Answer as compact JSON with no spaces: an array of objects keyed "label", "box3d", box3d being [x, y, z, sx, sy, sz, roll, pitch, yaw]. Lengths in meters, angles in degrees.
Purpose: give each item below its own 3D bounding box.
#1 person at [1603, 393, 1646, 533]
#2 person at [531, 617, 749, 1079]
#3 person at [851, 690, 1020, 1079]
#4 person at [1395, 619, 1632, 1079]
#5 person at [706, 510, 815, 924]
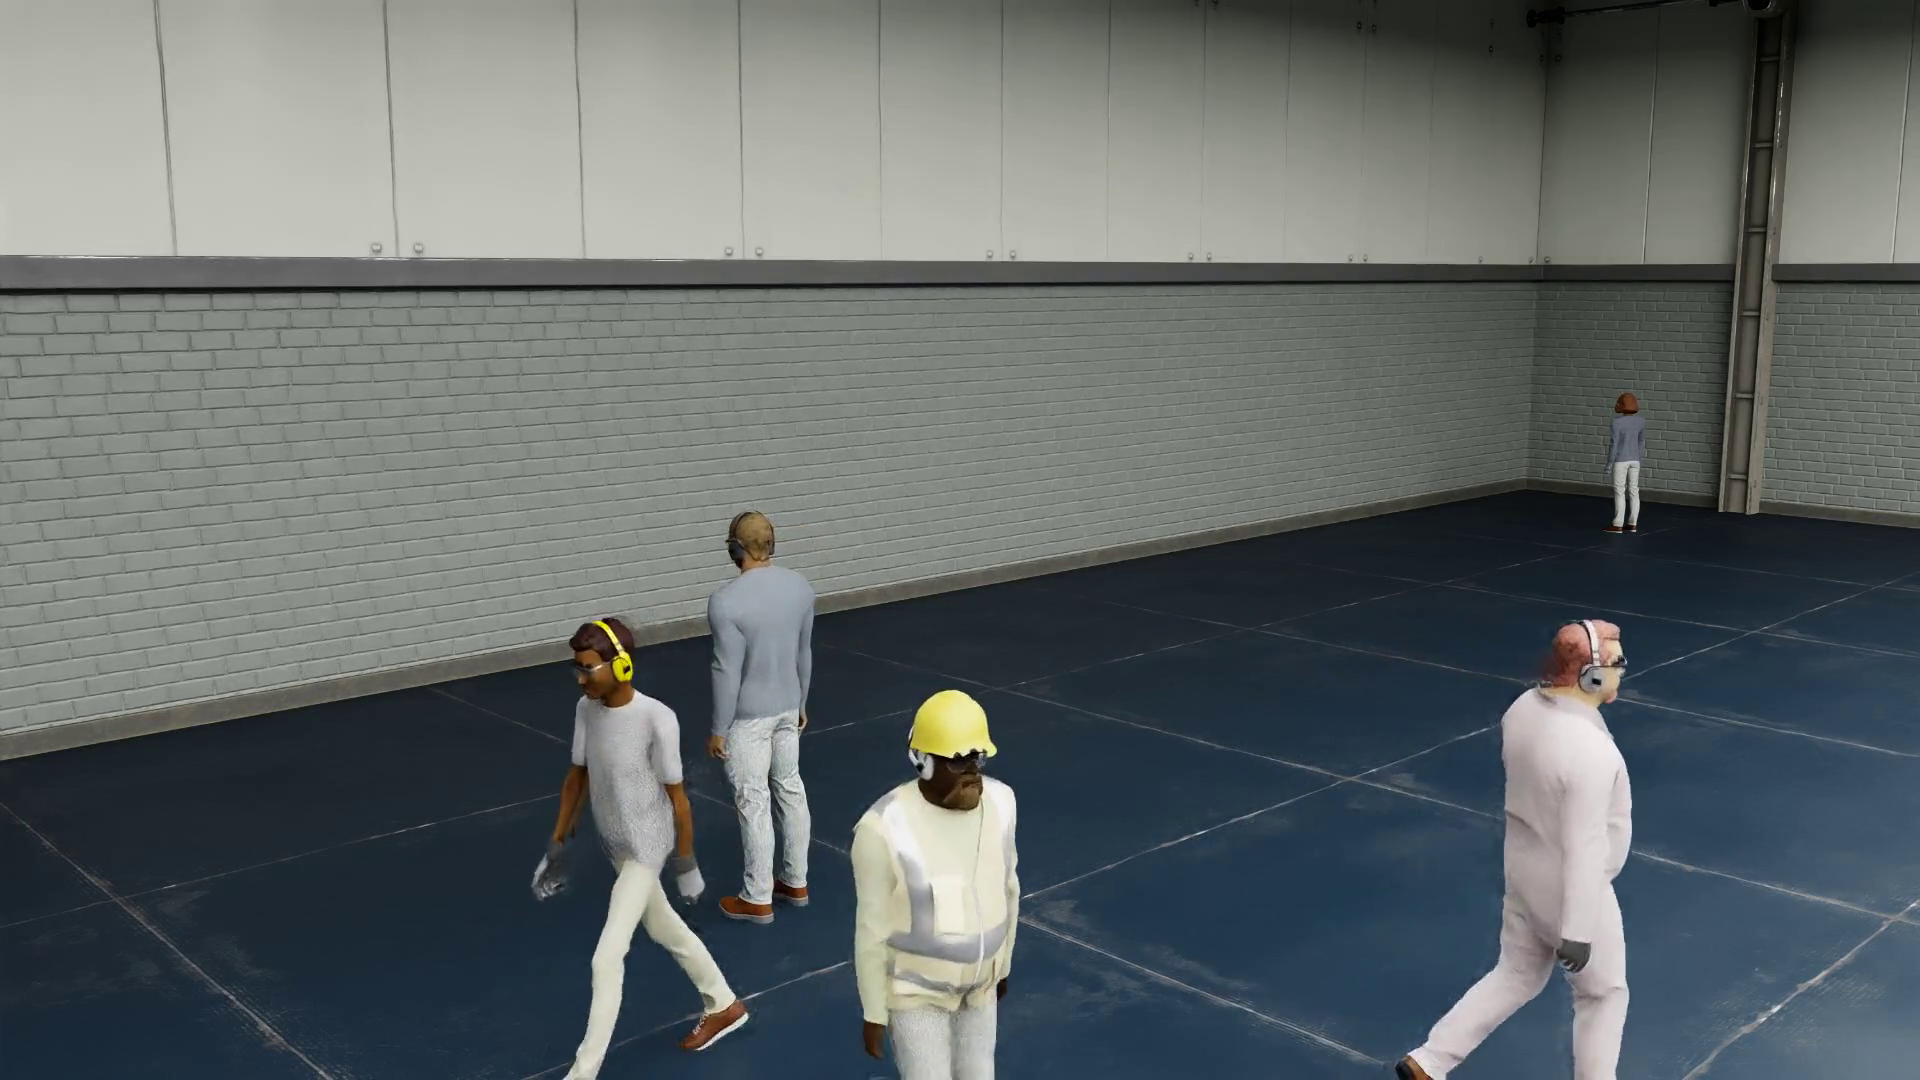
[{"label":"person","box3d":[7.745,-0.896,19.385,0.498,1.634,0.279,-4,10,-21]},{"label":"person","box3d":[-1.196,1.151,6.171,0.537,1.815,1.010,9,13,44]},{"label":"person","box3d":[-0.113,1.312,5.159,0.604,1.817,0.648,-7,11,-36]},{"label":"person","box3d":[1.990,1.187,5.703,0.838,1.882,0.640,-1,9,-8]},{"label":"person","box3d":[-0.934,0.820,7.800,0.352,1.936,0.635,7,11,37]}]
